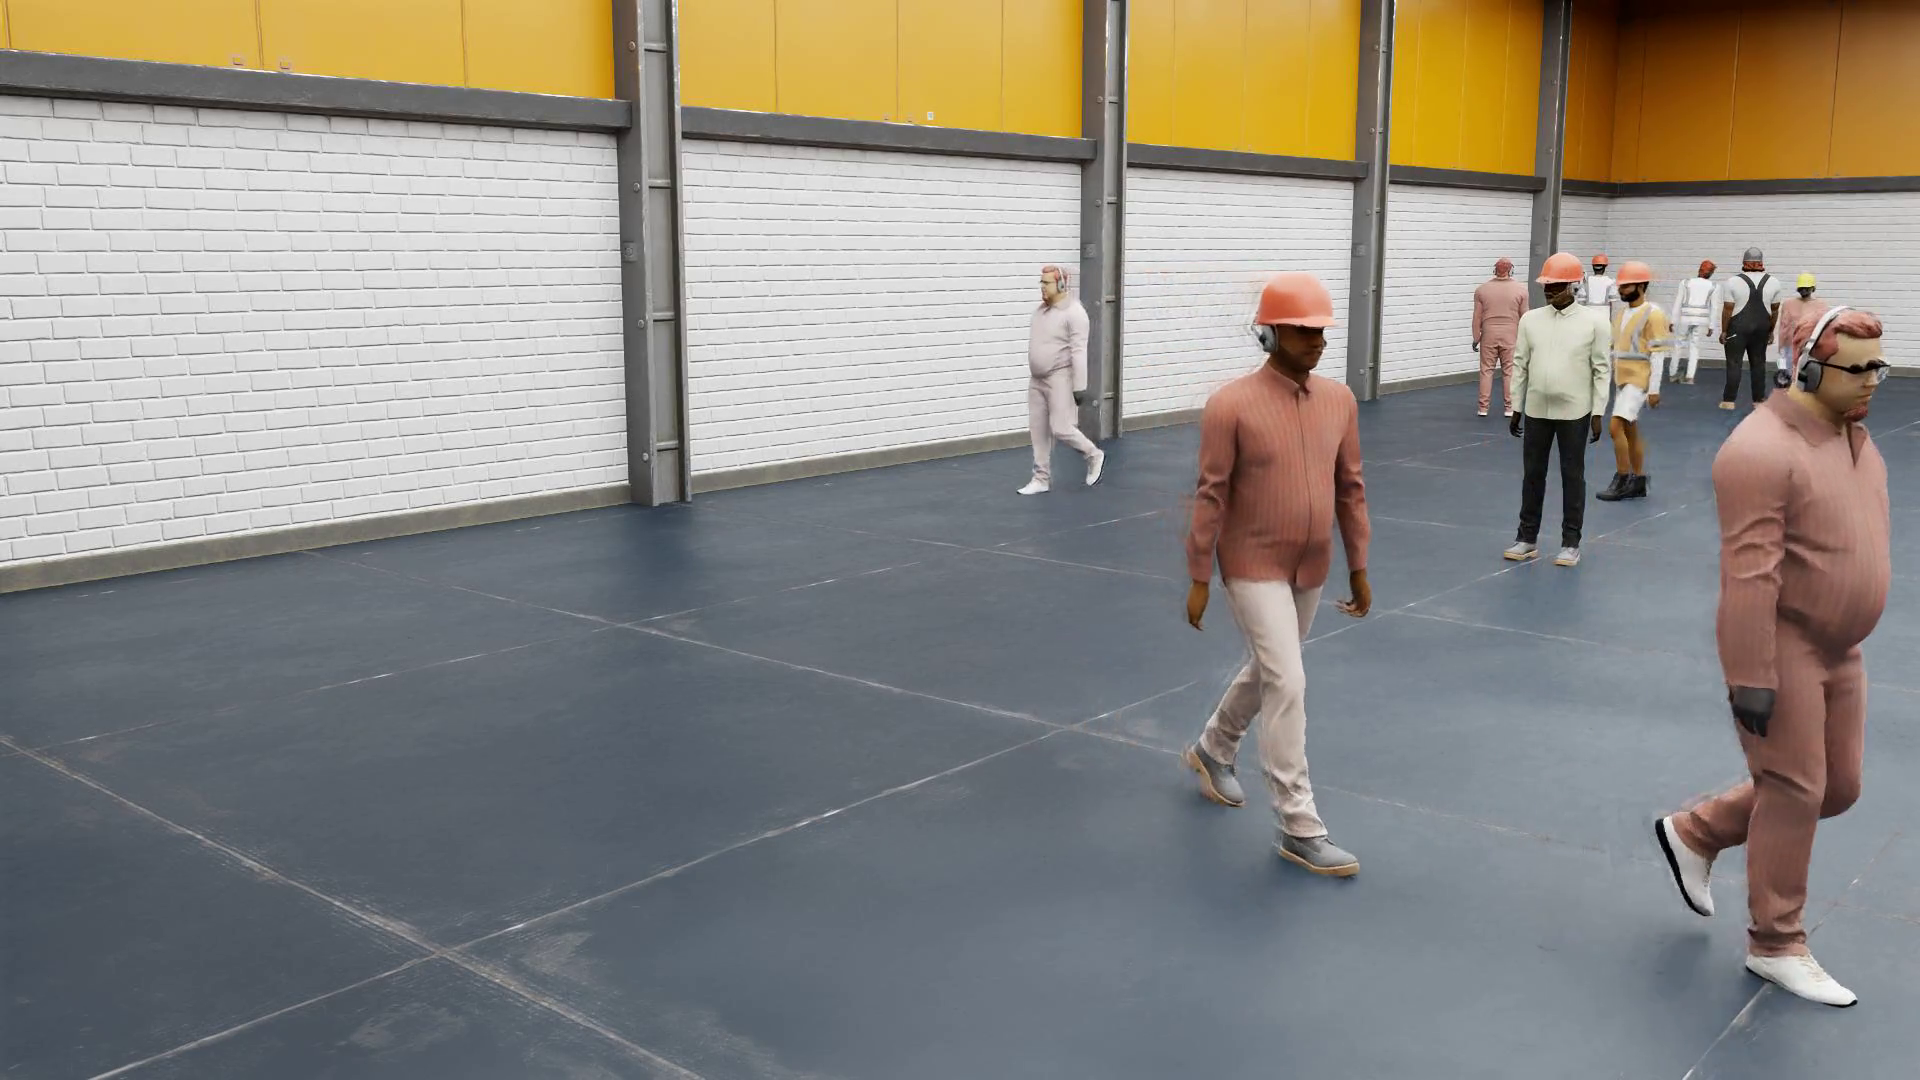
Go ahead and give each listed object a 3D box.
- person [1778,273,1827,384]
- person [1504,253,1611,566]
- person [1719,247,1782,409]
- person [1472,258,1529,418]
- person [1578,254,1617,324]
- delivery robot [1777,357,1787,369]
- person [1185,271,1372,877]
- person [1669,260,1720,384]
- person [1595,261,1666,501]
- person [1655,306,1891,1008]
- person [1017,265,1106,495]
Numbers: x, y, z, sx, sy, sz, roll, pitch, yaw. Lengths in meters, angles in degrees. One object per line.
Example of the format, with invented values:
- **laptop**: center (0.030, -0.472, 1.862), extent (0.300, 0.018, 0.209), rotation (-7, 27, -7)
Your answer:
- **person**: center (10.319, -2.405, 20.363), extent (0.505, 1.724, 0.845), rotation (9, 13, 41)
- **person**: center (3.814, -0.829, 10.639), extent (0.617, 1.989, 0.392), rotation (8, 13, 40)
- **person**: center (9.884, -2.658, 20.914), extent (0.689, 2.000, 0.538), rotation (1, 10, 5)
- **person**: center (6.470, -2.418, 19.928), extent (0.652, 1.906, 0.408), rotation (4, 11, 21)
- **person**: center (9.604, -3.343, 25.113), extent (0.550, 1.933, 0.375), rotation (4, 11, 20)
- **delivery robot**: center (12.228, -2.512, 24.046), extent (0.707, 0.478, 0.477), rotation (7, 13, 36)
- **person**: center (1.052, 0.063, 5.680), extent (0.643, 1.960, 0.990), rotation (-6, 11, -29)
- **person**: center (10.972, -3.255, 24.908), extent (0.656, 1.835, 0.692), rotation (4, 11, 19)
- **person**: center (5.321, -1.263, 13.346), extent (0.684, 1.914, 0.563), rotation (-1, 10, -8)
- **person**: center (2.254, 0.294, 4.596), extent (0.649, 1.877, 0.602), rotation (-7, 12, -35)
- **person**: center (0.828, -1.316, 13.721), extent (0.709, 1.887, 0.650), rotation (-7, 12, -34)
